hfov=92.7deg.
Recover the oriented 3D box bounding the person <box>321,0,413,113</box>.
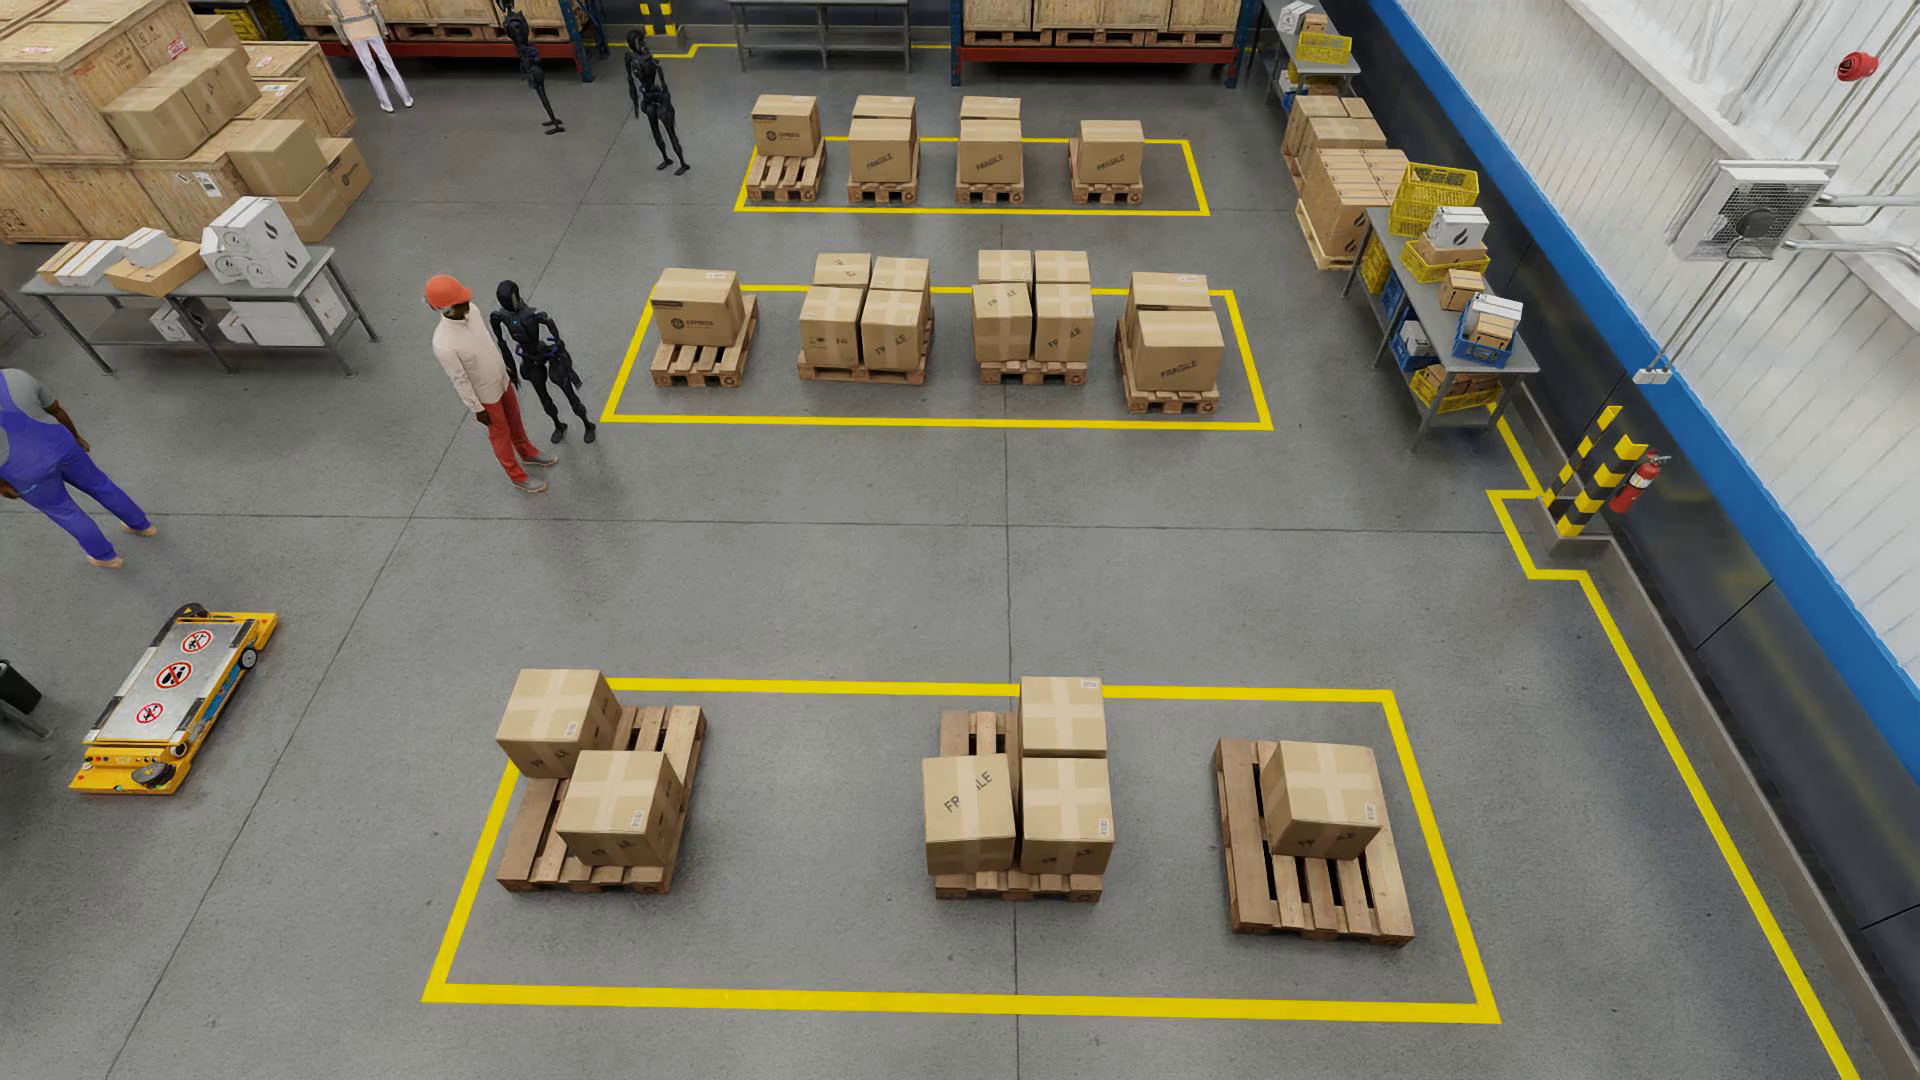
[{"bbox_3d":[-7.708,-6.545,11.819,0.592,1.924,0.381,-29,56,-22],"label":"person"}]

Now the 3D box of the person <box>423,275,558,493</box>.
[{"bbox_3d":[-3.722,-1.219,7.268,0.385,1.992,0.622,2,50,1],"label":"person"}]

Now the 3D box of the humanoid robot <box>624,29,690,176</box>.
[{"bbox_3d":[-3.594,-5.141,10.793,0.571,1.650,0.340,21,53,17],"label":"humanoid robot"}]

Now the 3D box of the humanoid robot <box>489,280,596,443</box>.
[{"bbox_3d":[-3.498,-1.465,7.683,0.570,1.651,0.326,0,50,0],"label":"humanoid robot"}]

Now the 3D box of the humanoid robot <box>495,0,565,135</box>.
[{"bbox_3d":[-5.404,-5.965,11.491,0.335,1.651,0.570,-23,54,-18],"label":"humanoid robot"}]

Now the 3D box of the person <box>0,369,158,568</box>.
[{"bbox_3d":[-6.836,-0.634,6.744,0.536,2.000,0.679,13,51,11],"label":"person"}]

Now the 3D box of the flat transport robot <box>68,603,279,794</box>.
[{"bbox_3d":[-5.504,1.072,6.442,0.652,0.197,1.431,1,50,1],"label":"flat transport robot"}]
